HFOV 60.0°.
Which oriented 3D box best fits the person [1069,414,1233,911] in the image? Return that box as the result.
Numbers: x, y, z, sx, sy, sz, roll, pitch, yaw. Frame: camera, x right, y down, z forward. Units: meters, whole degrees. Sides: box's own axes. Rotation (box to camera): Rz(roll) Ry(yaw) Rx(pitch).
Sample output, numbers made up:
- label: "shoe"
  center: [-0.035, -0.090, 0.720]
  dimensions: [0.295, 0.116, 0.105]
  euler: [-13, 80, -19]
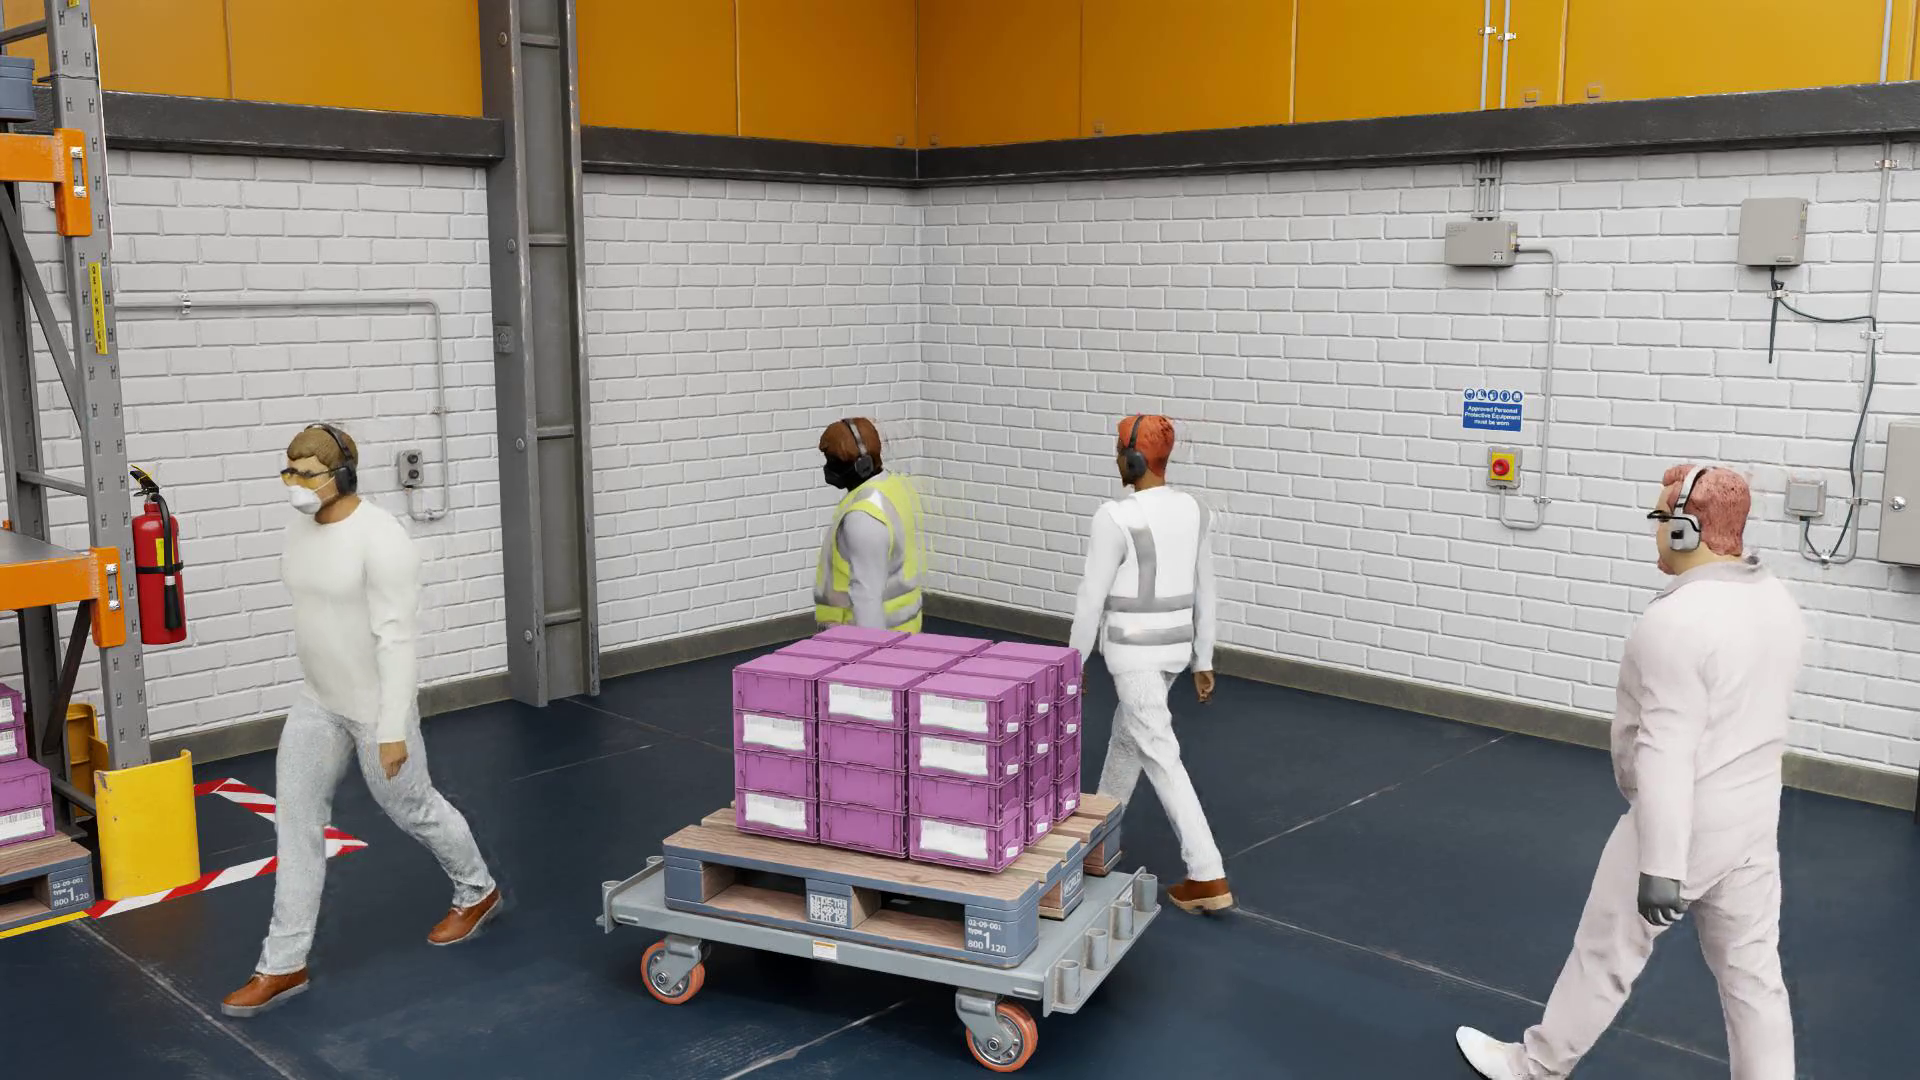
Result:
- label: "person"
  center: [0.710, 0.440, 6.283]
  dimensions: [0.572, 1.844, 0.991]
  euler: [-9, 13, -43]

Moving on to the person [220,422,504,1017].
- label: "person"
  center: [-1.964, 0.538, 5.525]
  dimensions: [0.630, 1.889, 1.024]
  euler: [6, 11, 32]

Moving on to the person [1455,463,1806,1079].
- label: "person"
  center: [1.846, 0.723, 4.411]
  dimensions: [0.680, 1.858, 0.959]
  euler: [-6, 11, -34]

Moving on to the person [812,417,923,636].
- label: "person"
  center: [-0.265, 0.397, 6.659]
  dimensions: [0.790, 1.799, 0.649]
  euler: [1, 9, 9]
